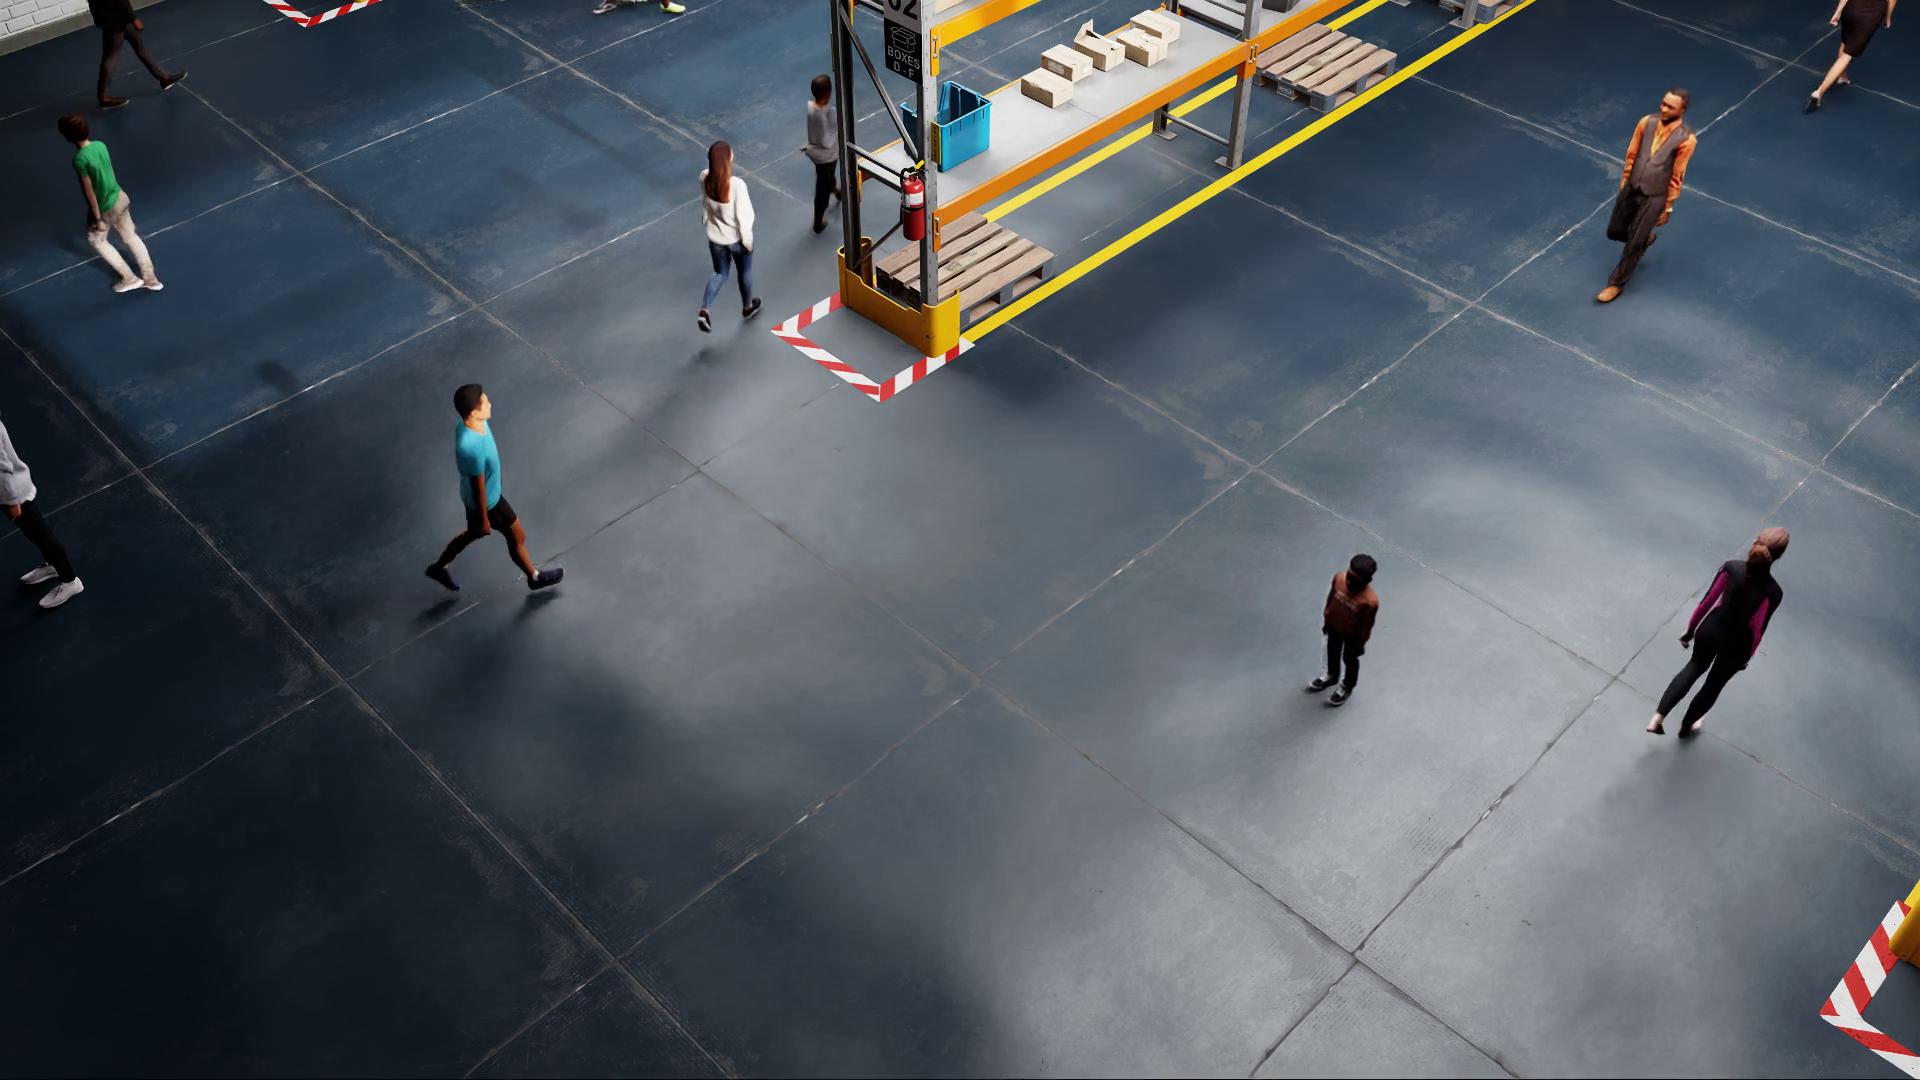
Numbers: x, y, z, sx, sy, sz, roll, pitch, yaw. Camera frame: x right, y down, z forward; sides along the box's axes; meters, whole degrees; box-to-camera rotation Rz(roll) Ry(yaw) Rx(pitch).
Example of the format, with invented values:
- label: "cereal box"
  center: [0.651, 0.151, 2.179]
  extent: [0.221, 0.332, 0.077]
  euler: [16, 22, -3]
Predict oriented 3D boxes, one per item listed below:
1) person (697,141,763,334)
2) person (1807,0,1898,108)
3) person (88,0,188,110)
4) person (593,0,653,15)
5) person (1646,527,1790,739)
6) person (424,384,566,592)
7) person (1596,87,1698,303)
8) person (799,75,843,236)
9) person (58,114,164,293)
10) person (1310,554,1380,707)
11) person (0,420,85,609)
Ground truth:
- label: "person"
  center: [-1.889, -2.386, 13.308]
  extent: [0.797, 1.675, 1.068]
  euler: [21, 47, 21]
- label: "person"
  center: [8.608, -4.959, 15.981]
  extent: [1.114, 1.713, 0.725]
  euler: [-26, 49, -25]
- label: "person"
  center: [-8.214, -4.964, 15.960]
  extent: [1.166, 1.750, 0.720]
  euler: [-31, 51, -28]
- label: "person"
  center: [-3.617, -6.421, 17.533]
  extent: [0.955, 1.689, 0.626]
  euler: [-33, 53, -30]
- label: "person"
  center: [4.570, 0.673, 10.066]
  extent: [0.804, 1.718, 0.608]
  euler: [-29, 51, -27]
- label: "person"
  center: [-3.274, -0.268, 11.040]
  extent: [1.262, 1.738, 1.047]
  euler: [-9, 44, -9]
- label: "person"
  center: [5.691, -2.859, 13.648]
  extent: [1.033, 1.891, 0.771]
  euler: [-28, 50, -26]
- label: "person"
  center: [-1.223, -3.382, 14.537]
  extent: [0.798, 1.421, 1.070]
  euler: [18, 46, 18]
- label: "person"
  center: [-6.942, -2.739, 13.707]
  extent: [0.789, 1.636, 0.716]
  euler: [8, 44, 8]
- label: "person"
  center: [2.468, 0.544, 10.540]
  extent: [0.506, 1.251, 0.538]
  euler: [-27, 50, -26]
- label: "person"
  center: [-6.310, -0.380, 11.018]
  extent: [0.588, 1.930, 0.681]
  euler: [-33, 52, -30]
